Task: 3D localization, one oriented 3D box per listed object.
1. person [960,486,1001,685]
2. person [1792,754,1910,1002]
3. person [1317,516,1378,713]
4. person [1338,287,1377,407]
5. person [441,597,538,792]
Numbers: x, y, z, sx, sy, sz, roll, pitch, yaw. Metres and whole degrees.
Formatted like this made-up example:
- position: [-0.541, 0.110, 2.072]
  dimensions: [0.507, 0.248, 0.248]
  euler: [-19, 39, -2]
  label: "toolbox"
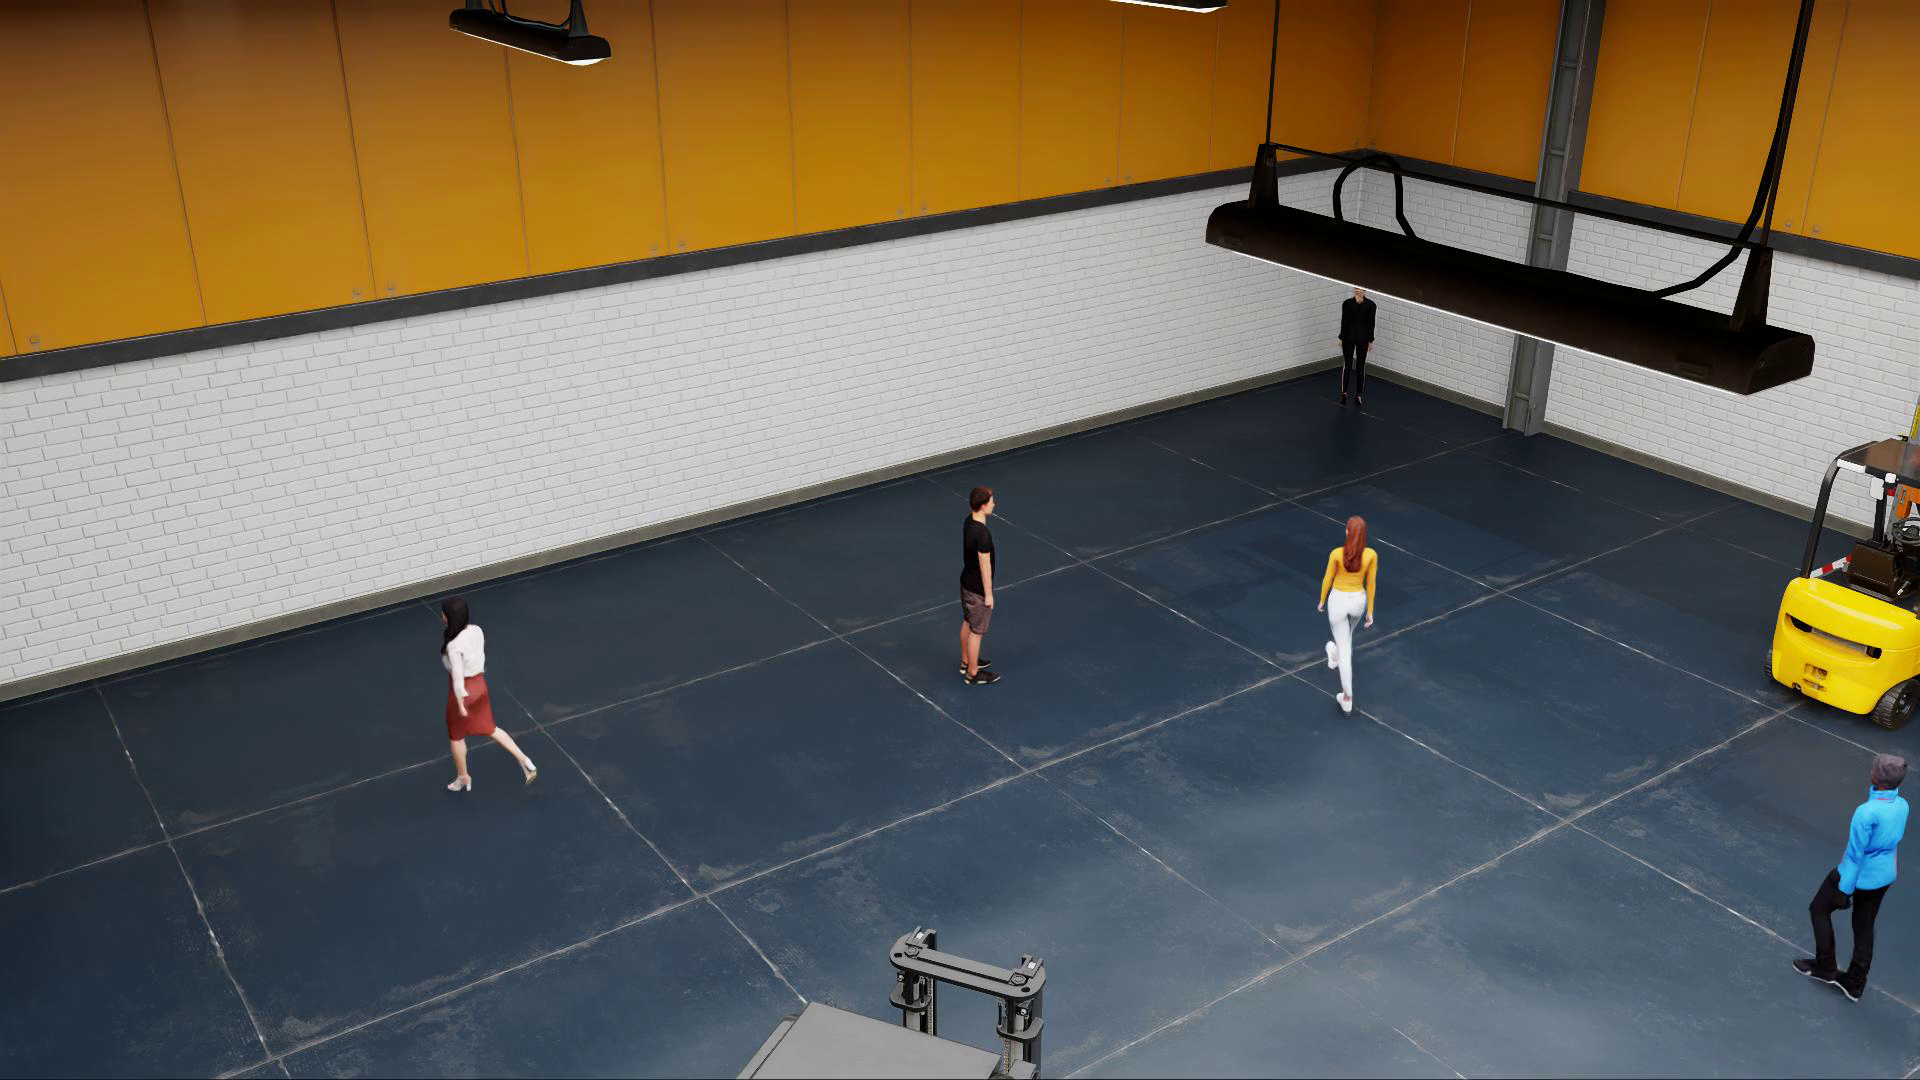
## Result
- position: [0.143, 0.387, 14.812]
  dimensions: [0.784, 1.859, 0.619]
  euler: [-7, 24, -15]
  label: "person"
- position: [5.891, 2.223, 10.706]
  dimensions: [0.702, 1.781, 0.724]
  euler: [-9, 25, -20]
  label: "person"
- position: [3.365, 0.668, 14.382]
  dimensions: [1.026, 1.687, 1.259]
  euler: [-1, 24, -3]
  label: "person"
- position: [5.193, -2.599, 21.833]
  dimensions: [0.676, 1.705, 0.753]
  euler: [6, 24, 13]
  label: "person"
- position: [-3.758, 1.251, 12.999]
  dimensions: [1.115, 1.727, 0.982]
  euler: [7, 25, 16]
  label: "person"
